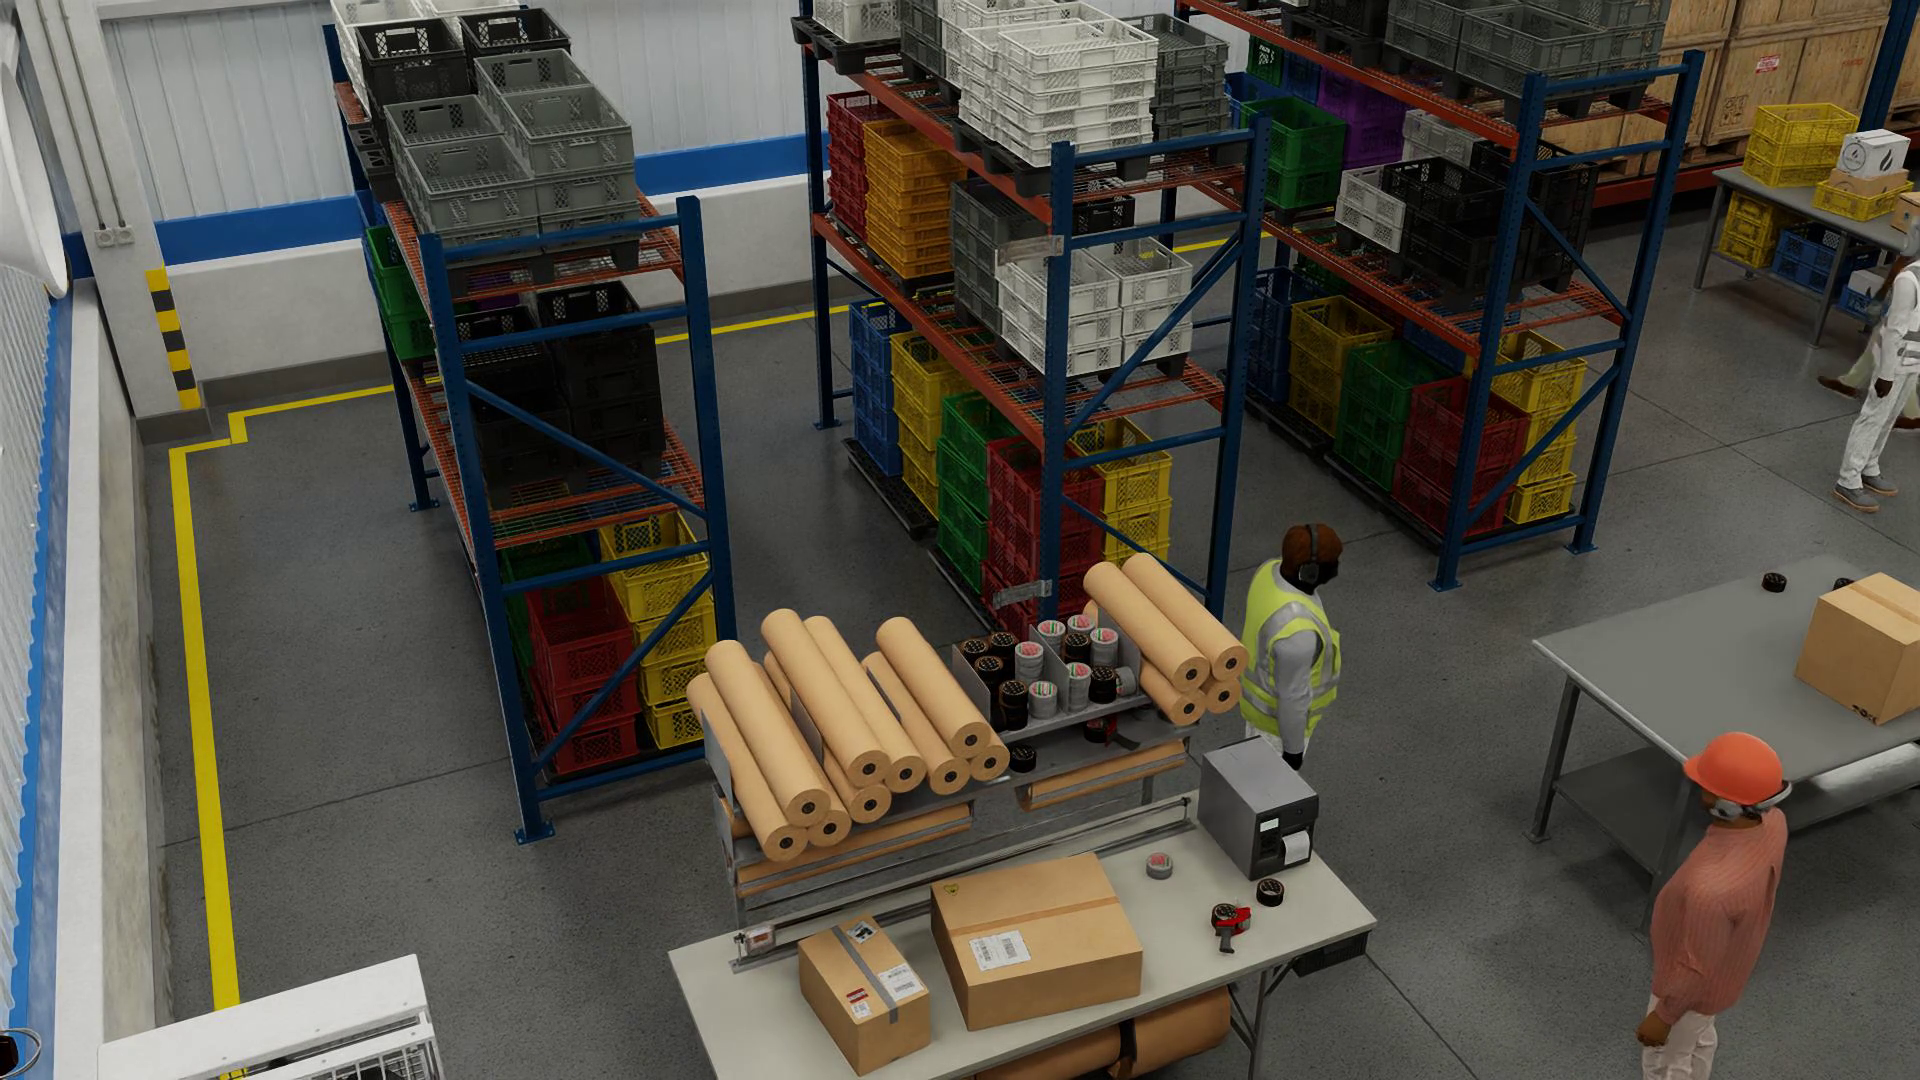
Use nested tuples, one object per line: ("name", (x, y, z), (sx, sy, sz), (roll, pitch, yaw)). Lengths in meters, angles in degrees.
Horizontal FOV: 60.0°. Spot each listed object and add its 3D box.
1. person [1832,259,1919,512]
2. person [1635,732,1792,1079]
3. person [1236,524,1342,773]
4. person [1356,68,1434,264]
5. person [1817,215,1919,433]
("person", (5.786, -1.091, 10.188), (0.573, 1.887, 0.356), (-24, 39, -34))
("person", (2.572, 1.504, 5.873), (0.400, 1.989, 0.623), (24, 39, 34))
("person", (1.420, 0.729, 7.285), (0.429, 1.835, 0.628), (-1, 32, -1))
("person", (3.371, -2.912, 13.096), (0.630, 1.940, 0.373), (2, 32, 3))
("person", (6.370, -1.672, 11.193), (0.548, 1.830, 0.889), (-18, 36, -26))
